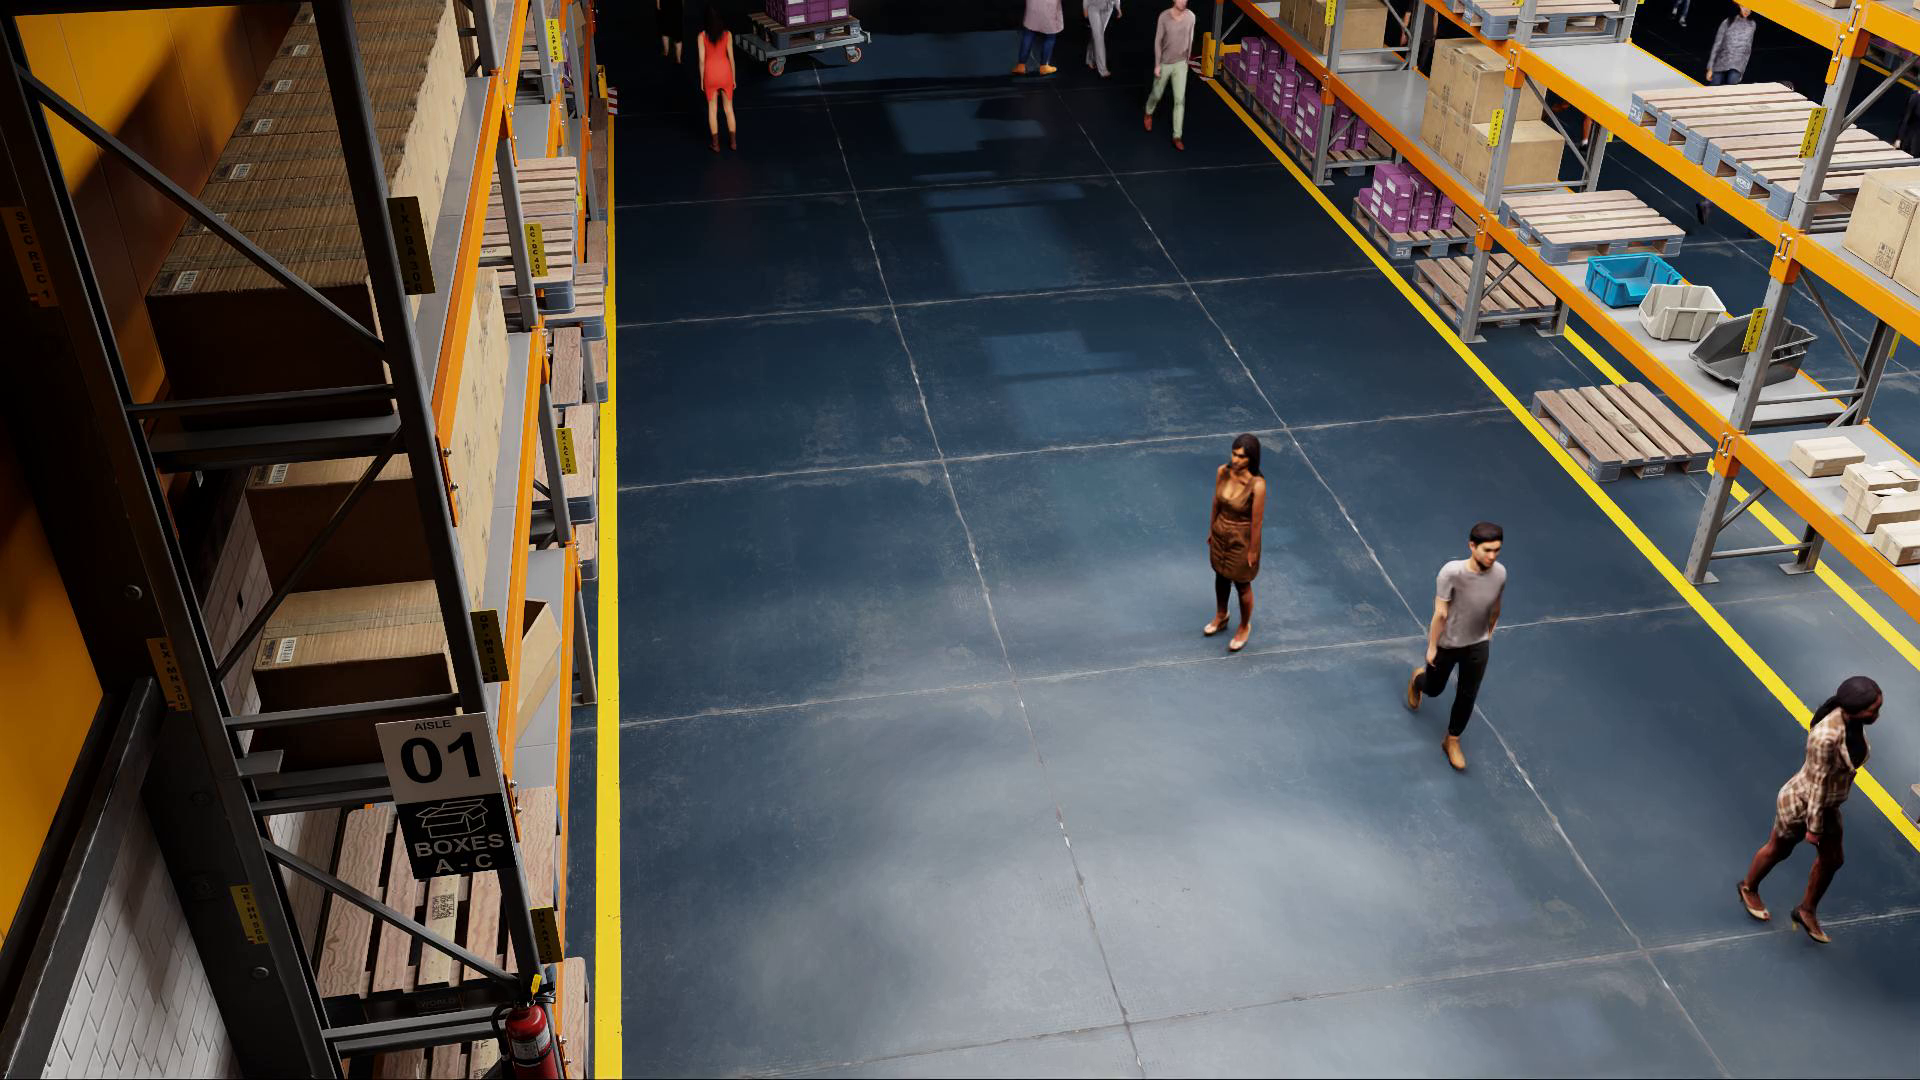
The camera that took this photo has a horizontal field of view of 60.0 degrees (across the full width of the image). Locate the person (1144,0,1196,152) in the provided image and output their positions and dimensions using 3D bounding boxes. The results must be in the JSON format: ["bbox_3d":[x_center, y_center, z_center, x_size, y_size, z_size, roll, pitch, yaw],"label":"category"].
[{"bbox_3d":[2.455,-5.628,19.648,0.652,1.847,1.201,-5,34,-7],"label":"person"}]

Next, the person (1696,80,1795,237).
[{"bbox_3d":[8.203,-3.916,17.245,0.844,1.656,1.064,2,34,3],"label":"person"}]

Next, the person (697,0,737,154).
[{"bbox_3d":[-2.822,-5.380,19.392,0.610,1.718,0.560,-11,35,-16],"label":"person"}]

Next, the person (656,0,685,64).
[{"bbox_3d":[-3.833,-7.157,22.168,0.701,1.603,0.847,-15,36,-21],"label":"person"}]

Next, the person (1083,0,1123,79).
[{"bbox_3d":[1.798,-6.980,21.788,0.764,1.730,1.146,-13,36,-19],"label":"person"}]

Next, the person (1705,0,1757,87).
[{"bbox_3d":[9.089,-5.627,19.762,0.788,1.720,0.986,4,34,6],"label":"person"}]

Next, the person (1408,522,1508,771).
[{"bbox_3d":[3.111,0.582,10.439,0.699,1.699,0.985,-1,34,-2],"label":"person"}]

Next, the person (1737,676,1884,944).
[{"bbox_3d":[4.567,1.422,9.109,0.767,1.772,0.876,-21,39,-28],"label":"person"}]

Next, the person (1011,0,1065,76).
[{"bbox_3d":[1.032,-6.903,21.683,0.973,1.717,1.033,17,37,24],"label":"person"}]

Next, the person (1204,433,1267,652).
[{"bbox_3d":[1.877,0.008,11.317,0.701,1.683,0.602,-26,42,-33],"label":"person"}]

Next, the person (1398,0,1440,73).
[{"bbox_3d":[5.724,-6.377,20.903,0.678,1.704,0.687,-10,35,-14],"label":"person"}]
